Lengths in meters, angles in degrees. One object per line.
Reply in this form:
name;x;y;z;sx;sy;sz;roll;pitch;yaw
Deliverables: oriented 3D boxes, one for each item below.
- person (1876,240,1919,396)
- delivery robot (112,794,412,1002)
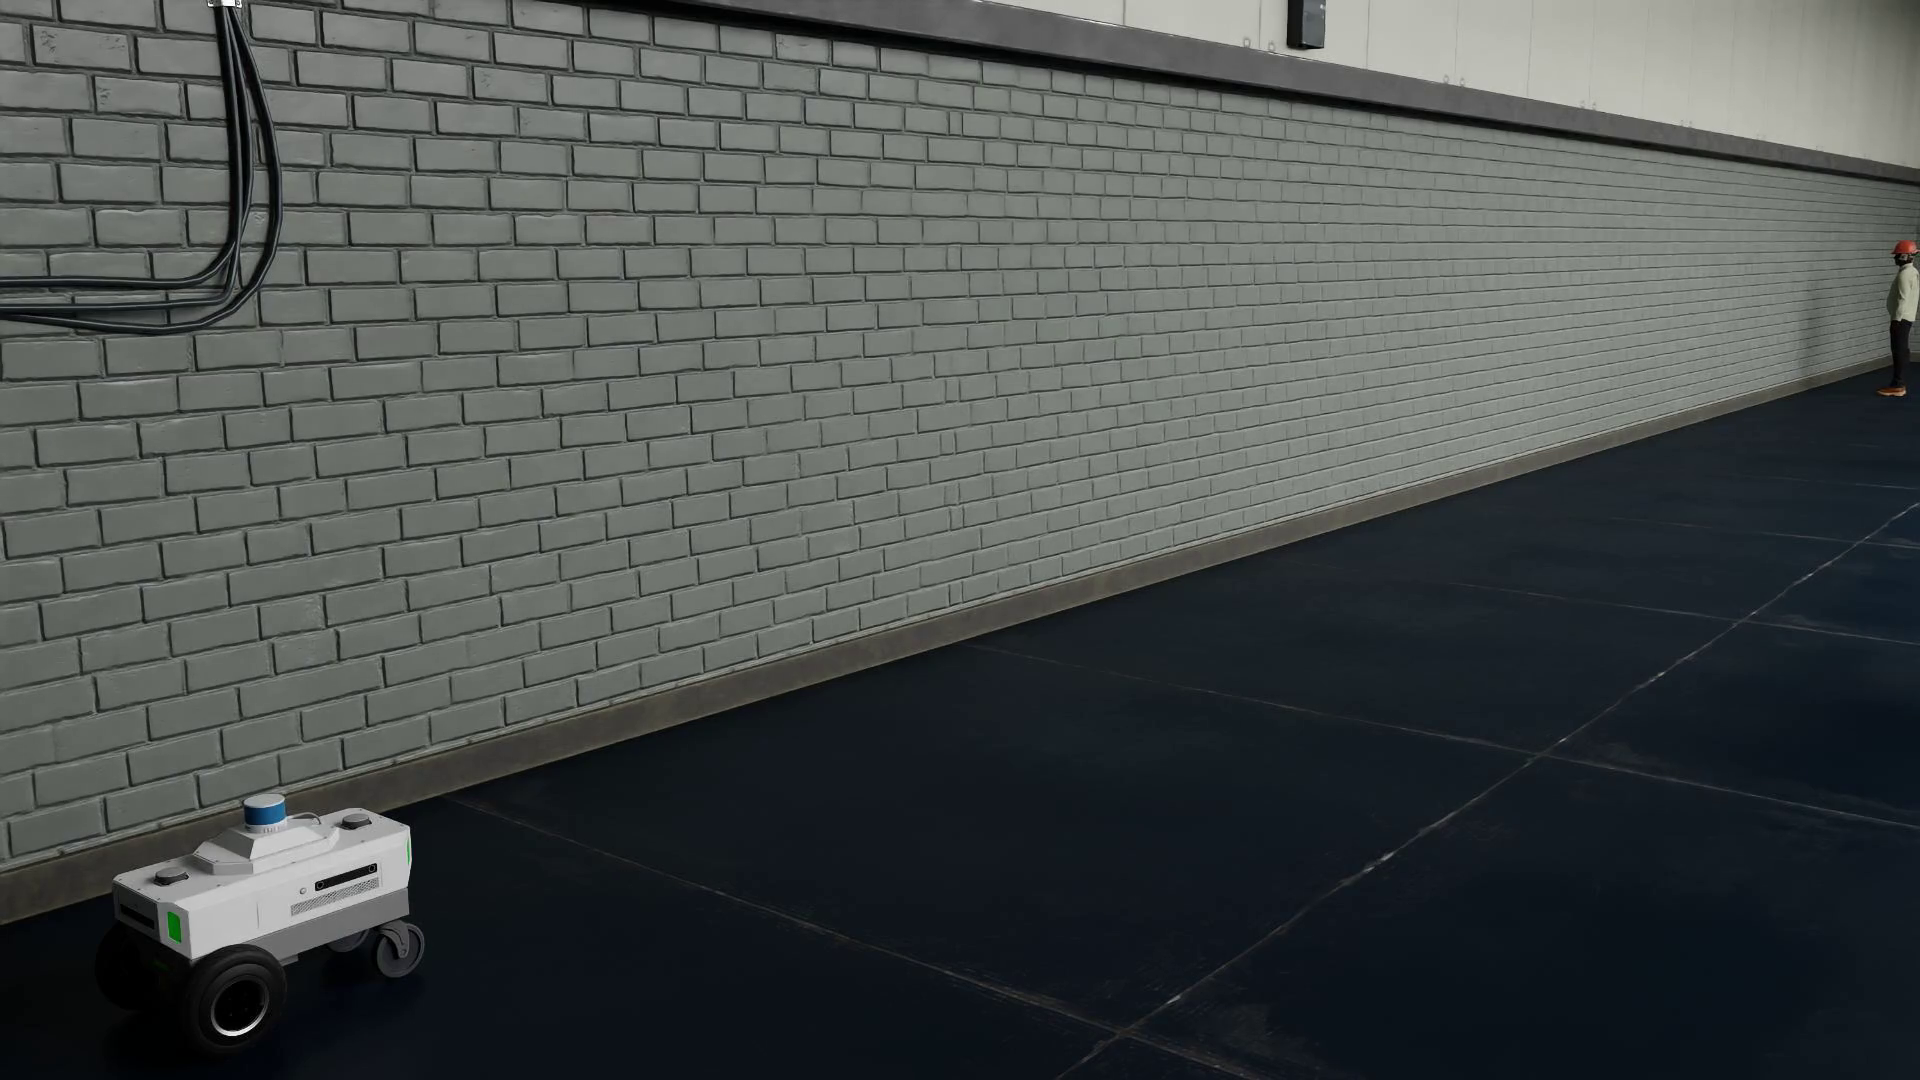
person;12.209;-2.881;21.601;0.384;1.993;0.622;8;13;37
delivery robot;-1.825;0.917;4.407;0.477;0.478;0.707;8;13;38
